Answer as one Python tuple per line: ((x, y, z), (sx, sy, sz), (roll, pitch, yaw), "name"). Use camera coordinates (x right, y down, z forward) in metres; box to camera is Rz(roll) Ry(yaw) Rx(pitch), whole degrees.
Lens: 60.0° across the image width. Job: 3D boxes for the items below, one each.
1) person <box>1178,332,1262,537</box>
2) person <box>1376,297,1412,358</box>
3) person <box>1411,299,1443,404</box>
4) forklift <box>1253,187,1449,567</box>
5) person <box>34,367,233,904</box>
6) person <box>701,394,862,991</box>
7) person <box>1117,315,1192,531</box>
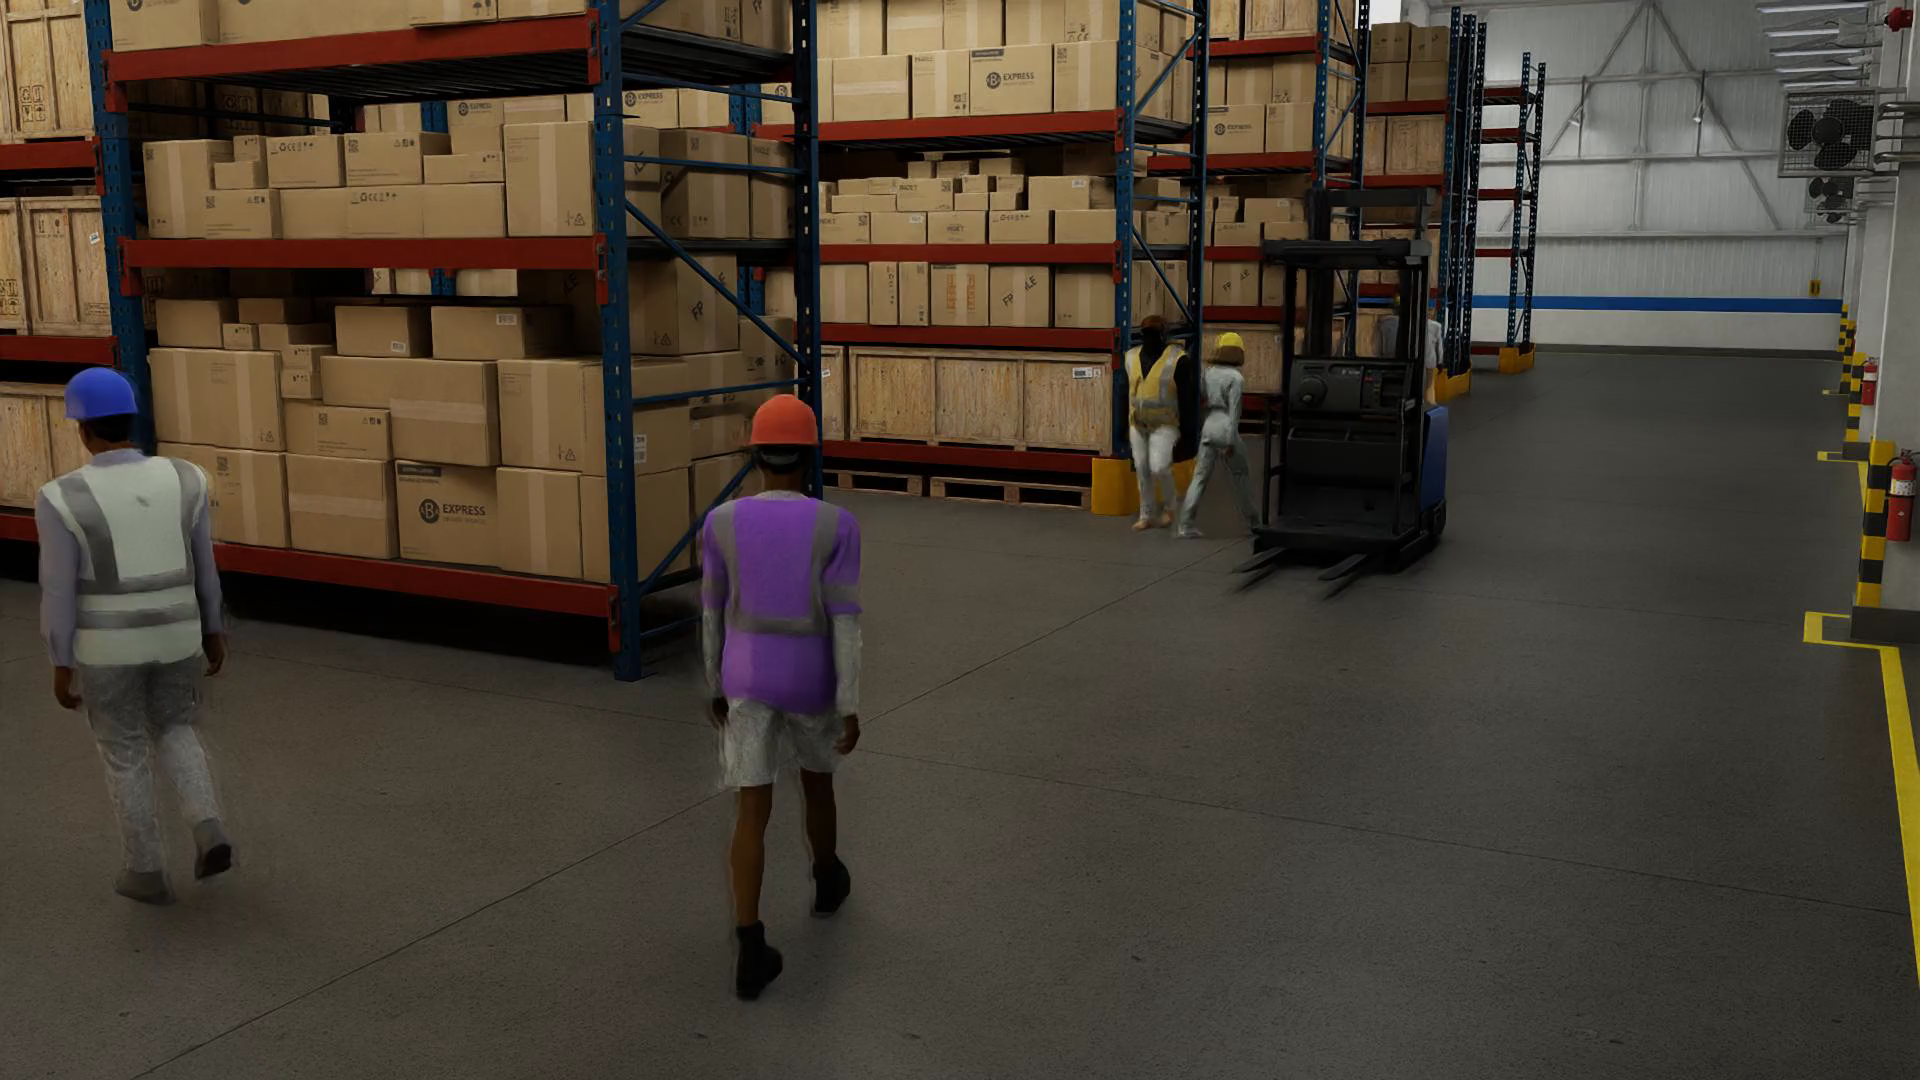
((2.148, -0.856, 13.664), (0.869, 1.687, 0.490), (-7, 12, -35), "person")
((5.706, -2.279, 21.630), (0.603, 1.784, 0.928), (6, 11, 30), "person")
((6.201, -2.393, 22.424), (0.581, 1.724, 0.403), (1, 10, 8), "person")
((3.159, -1.343, 13.023), (1.129, 2.768, 1.873), (5, 11, 27), "forklift")
((-2.919, 0.356, 5.898), (0.463, 1.935, 0.620), (7, 12, 37), "person")
((-0.591, 0.462, 5.506), (0.553, 1.877, 1.012), (1, 10, 5), "person")
((1.614, -0.961, 13.875), (0.619, 1.830, 0.440), (8, 12, 38), "person")
